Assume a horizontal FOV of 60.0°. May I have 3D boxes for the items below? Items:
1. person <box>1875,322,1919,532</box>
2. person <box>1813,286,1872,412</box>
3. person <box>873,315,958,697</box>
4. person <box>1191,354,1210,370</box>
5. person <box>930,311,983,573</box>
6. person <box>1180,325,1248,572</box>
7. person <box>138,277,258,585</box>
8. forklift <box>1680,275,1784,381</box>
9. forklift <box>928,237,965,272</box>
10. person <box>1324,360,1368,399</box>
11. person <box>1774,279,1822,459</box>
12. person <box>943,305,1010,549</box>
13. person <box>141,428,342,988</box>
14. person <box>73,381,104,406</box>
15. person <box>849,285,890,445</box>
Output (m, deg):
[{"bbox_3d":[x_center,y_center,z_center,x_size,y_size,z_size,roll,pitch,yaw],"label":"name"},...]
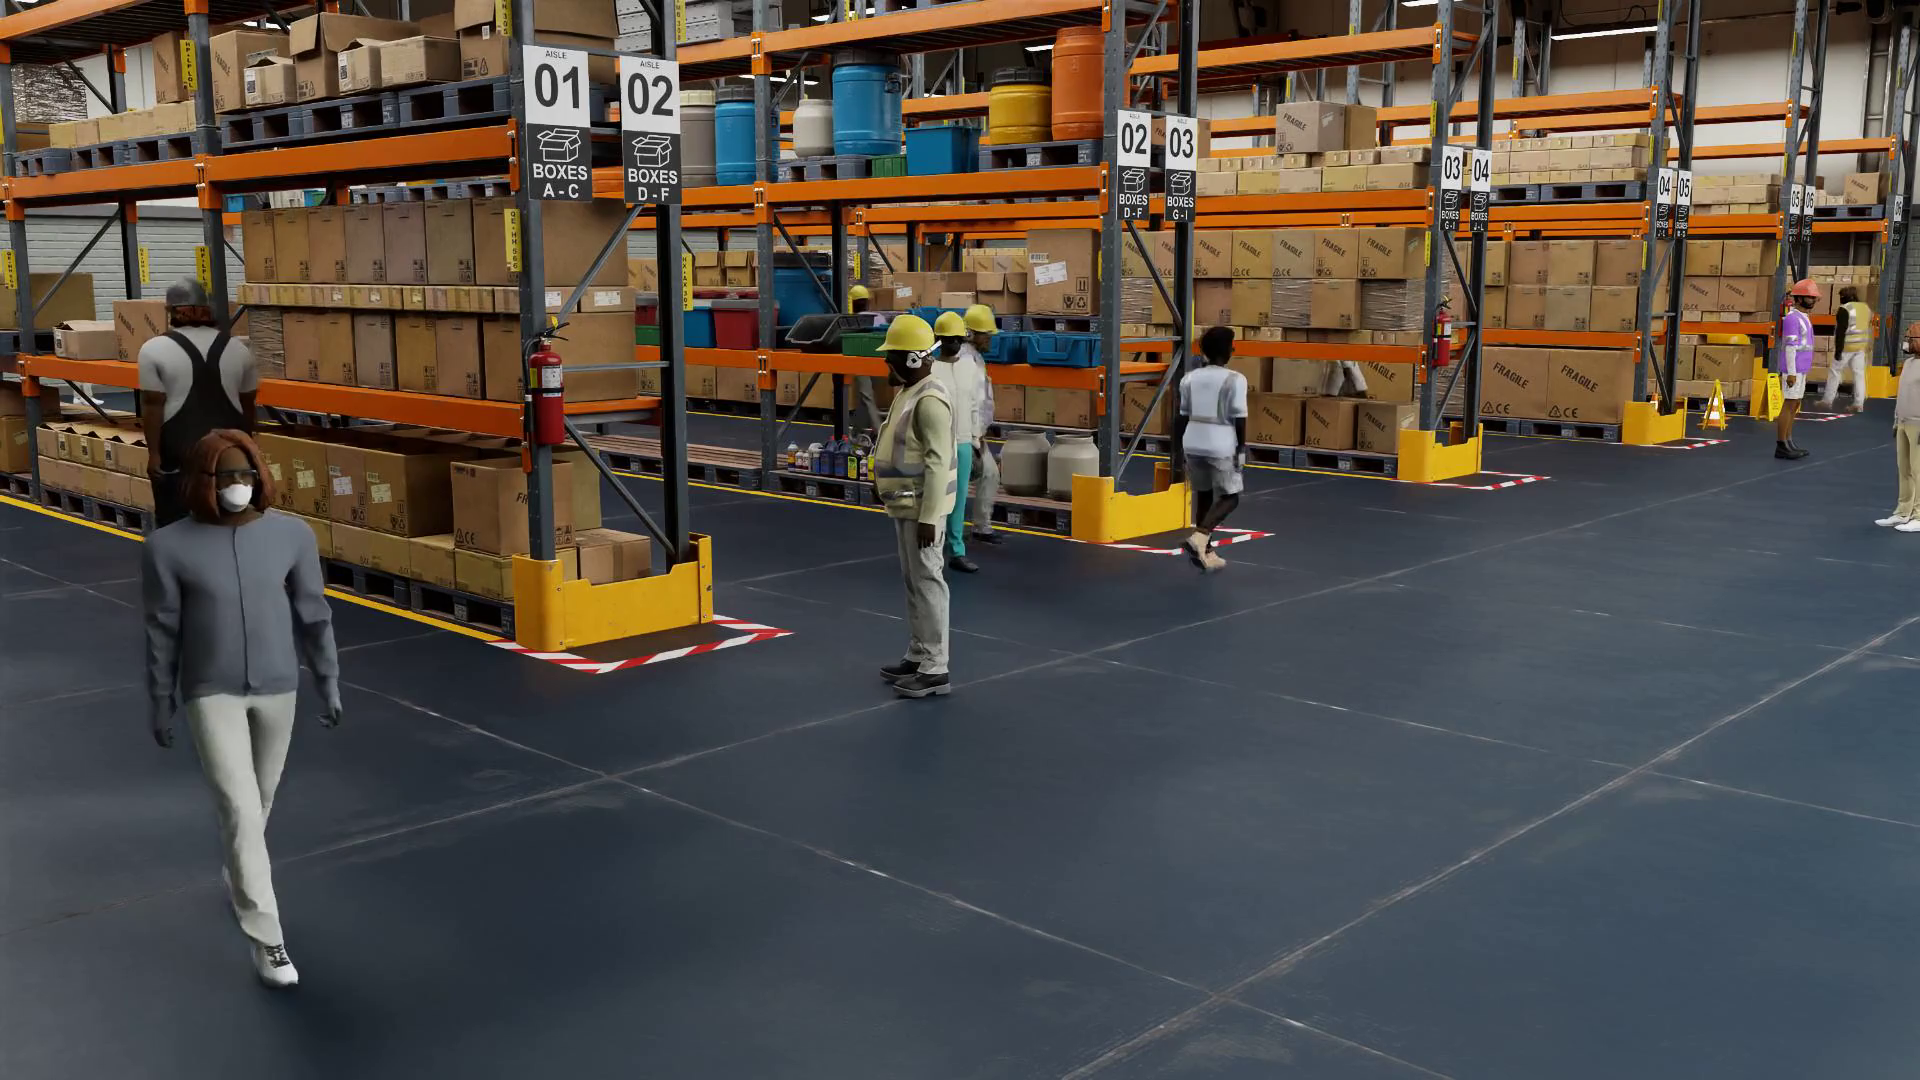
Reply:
[{"bbox_3d":[7.499,-0.892,13.094,0.279,1.633,0.505,1,9,4],"label":"person"},{"bbox_3d":[12.756,-2.756,24.013,0.683,1.793,0.866,-4,10,-21],"label":"person"},{"bbox_3d":[-0.219,-0.170,8.063,0.403,1.830,0.599,-2,9,-12],"label":"person"},{"bbox_3d":[3.085,-2.223,20.477,0.548,1.879,1.001,-7,11,-36],"label":"person"},{"bbox_3d":[-0.070,-0.648,11.194,0.535,1.767,0.316,-7,11,-35],"label":"person"},{"bbox_3d":[1.653,-0.597,11.118,0.539,1.679,0.557,9,13,42],"label":"person"},{"bbox_3d":[-4.693,-0.598,10.176,0.710,2.000,0.966,-9,13,-44],"label":"person"},{"bbox_3d":[12.480,-3.427,27.053,1.214,2.155,2.313,9,13,43],"label":"forklift"},{"bbox_3d":[-0.326,-5.817,39.609,1.129,2.768,1.873,9,13,43],"label":"forklift"},{"bbox_3d":[4.393,-1.970,18.608,1.041,1.989,0.618,9,13,44],"label":"person"},{"bbox_3d":[9.132,-1.861,18.107,0.358,1.936,0.552,7,12,38],"label":"person"},{"bbox_3d":[0.096,-0.813,12.133,0.669,1.787,0.620,0,9,2],"label":"person"},{"bbox_3d":[-2.160,0.450,5.008,0.511,1.596,0.844,-8,12,-40],"label":"person"},{"bbox_3d":[-13.296,-2.980,25.221,0.517,1.865,0.325,5,10,27],"label":"person"},{"bbox_3d":[-1.088,-1.970,19.020,0.596,1.867,1.042,-6,11,-33],"label":"person"}]
